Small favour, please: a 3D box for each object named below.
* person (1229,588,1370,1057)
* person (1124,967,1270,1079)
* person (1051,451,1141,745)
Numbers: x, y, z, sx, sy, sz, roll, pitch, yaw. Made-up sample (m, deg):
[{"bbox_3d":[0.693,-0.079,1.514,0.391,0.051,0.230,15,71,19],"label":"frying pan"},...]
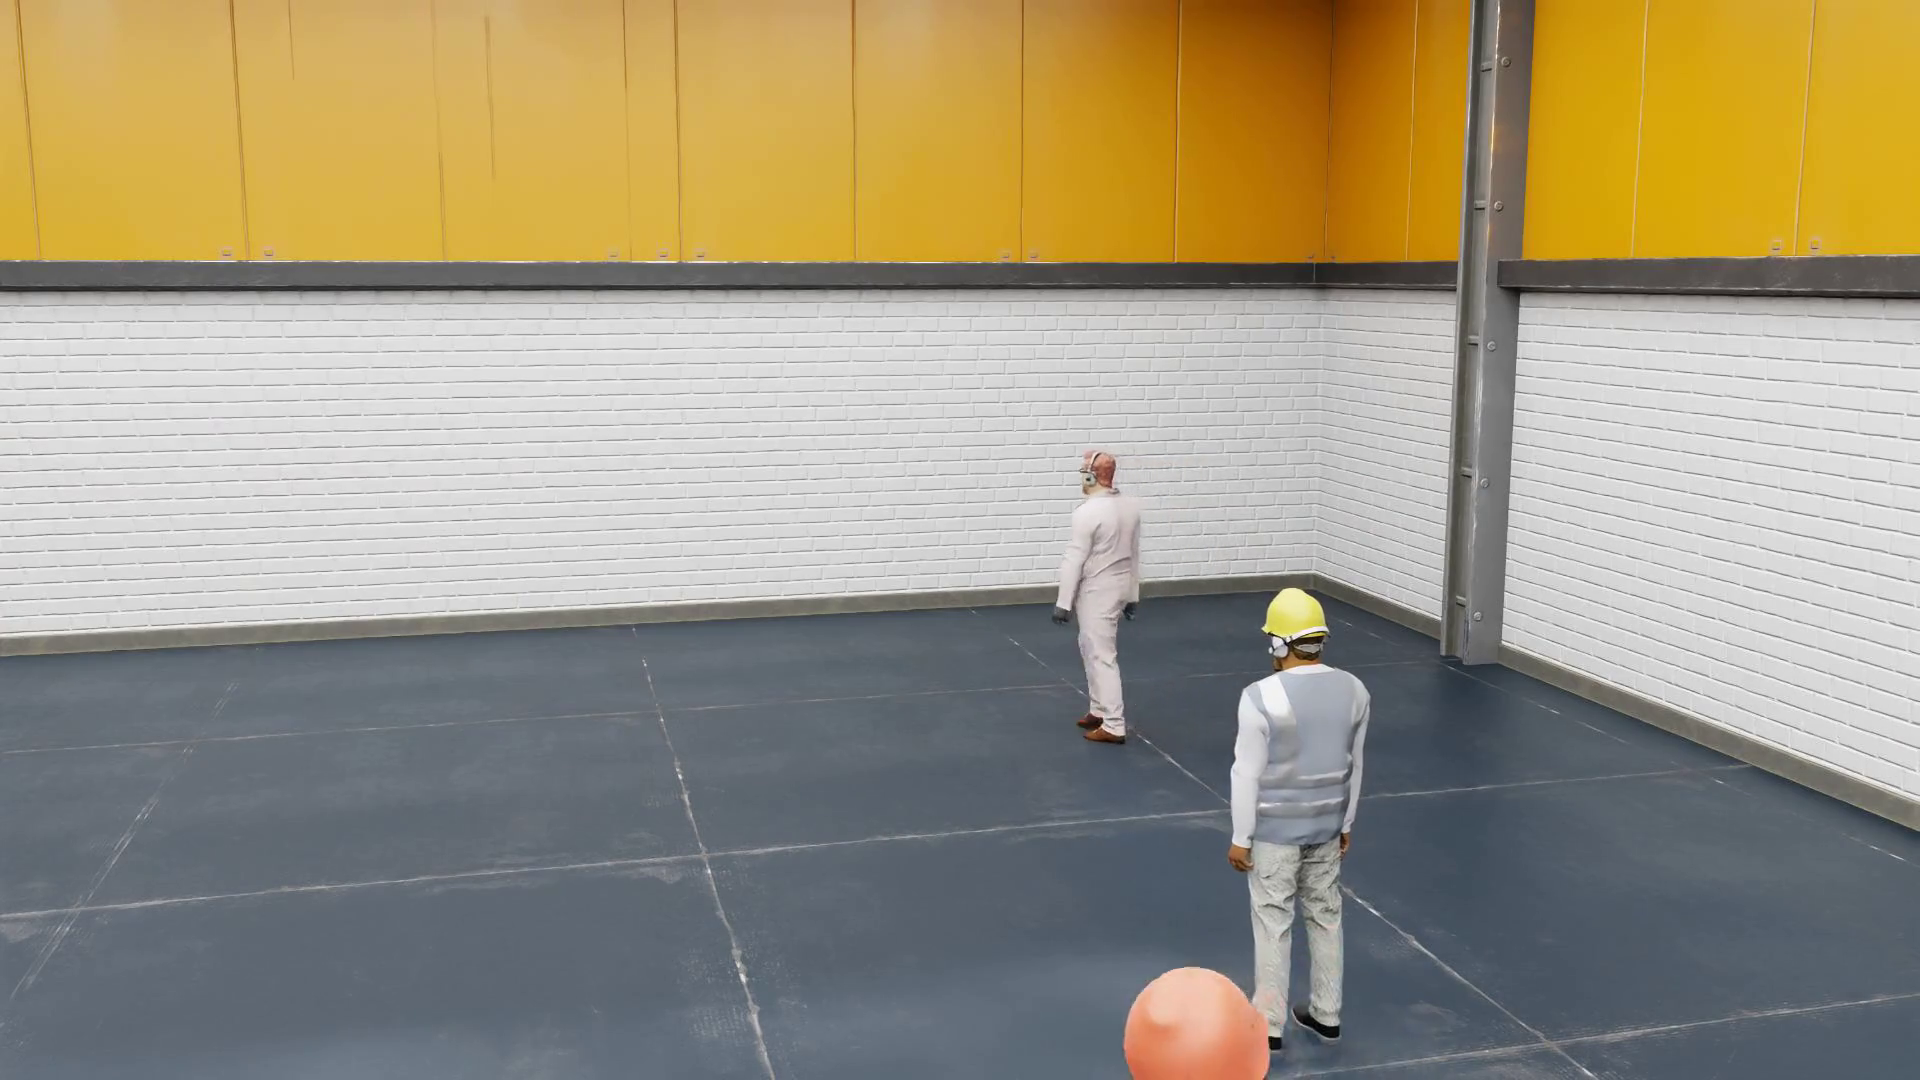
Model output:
[{"bbox_3d":[1.298,1.094,6.486,0.584,1.825,0.404,-5,10,-26],"label":"person"},{"bbox_3d":[0.414,1.623,2.940,0.693,1.903,0.489,-4,10,-25],"label":"person"},{"bbox_3d":[0.855,0.367,10.781,0.653,1.890,0.639,6,11,34],"label":"person"}]
